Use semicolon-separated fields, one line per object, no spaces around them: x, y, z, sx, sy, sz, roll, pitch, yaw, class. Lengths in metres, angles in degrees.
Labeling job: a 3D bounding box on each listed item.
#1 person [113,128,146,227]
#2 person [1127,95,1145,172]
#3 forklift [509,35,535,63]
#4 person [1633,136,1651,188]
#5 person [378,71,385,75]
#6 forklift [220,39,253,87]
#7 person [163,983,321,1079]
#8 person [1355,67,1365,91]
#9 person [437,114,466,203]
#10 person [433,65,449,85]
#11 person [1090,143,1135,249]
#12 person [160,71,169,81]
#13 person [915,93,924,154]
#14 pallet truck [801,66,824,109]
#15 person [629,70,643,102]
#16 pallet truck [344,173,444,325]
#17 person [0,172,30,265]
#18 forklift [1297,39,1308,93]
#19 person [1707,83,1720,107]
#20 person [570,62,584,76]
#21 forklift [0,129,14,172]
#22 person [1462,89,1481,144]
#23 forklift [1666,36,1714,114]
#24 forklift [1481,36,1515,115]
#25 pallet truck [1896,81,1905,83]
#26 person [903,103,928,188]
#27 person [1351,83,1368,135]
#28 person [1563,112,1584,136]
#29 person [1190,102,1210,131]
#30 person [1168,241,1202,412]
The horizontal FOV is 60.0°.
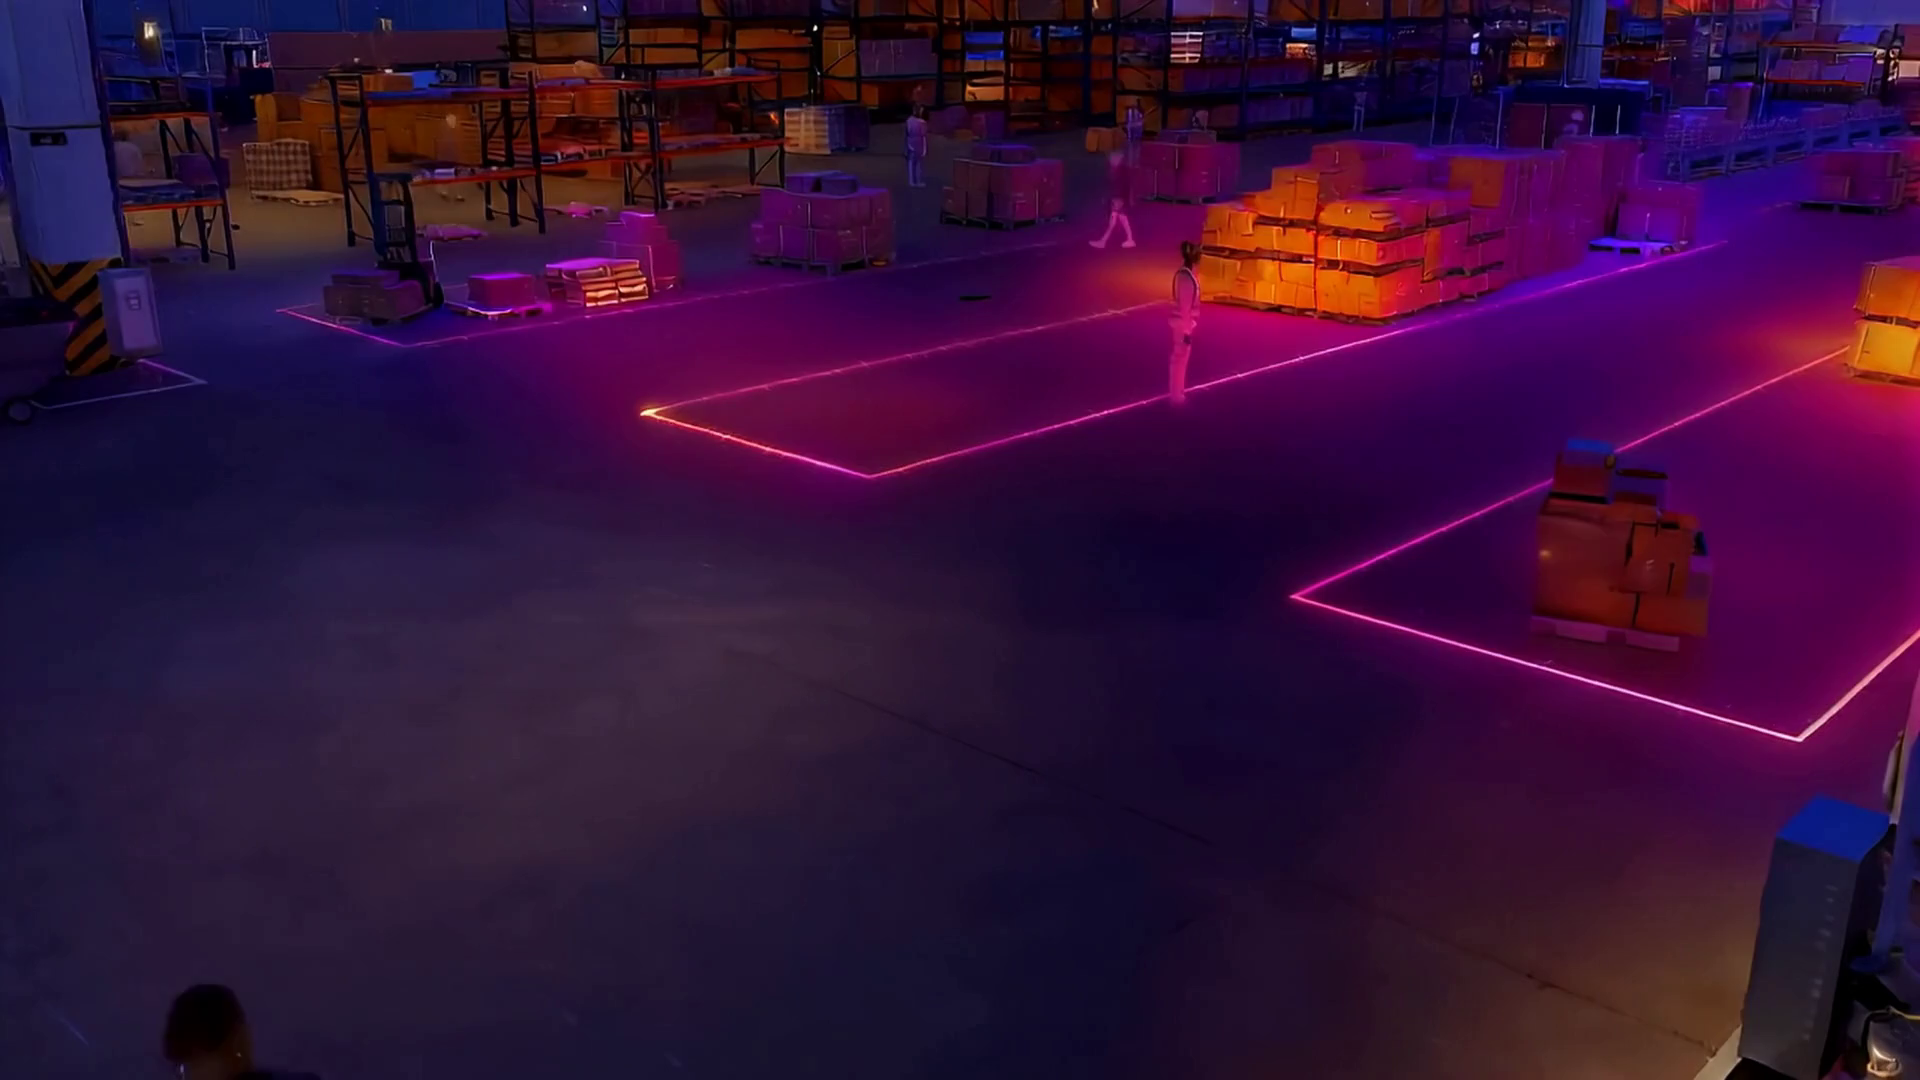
-16.372;-7.160;32.846;0.664;1.923;0.485;2;18;6;person
4.528;-10.421;42.664;0.548;1.929;0.391;-11;21;-30;person
-16.798;-18.035;64.120;1.873;2.768;1.129;17;25;41;forklift
12.883;-6.757;31.752;0.550;1.847;0.653;-16;24;-40;person
-19.637;-15.034;56.702;0.429;1.842;0.630;7;20;21;person
-25.485;-16.302;58.898;1.873;2.768;1.129;17;25;41;forklift
-2.115;2.154;4.941;0.644;1.822;0.493;-4;19;-13;person
15.379;-17.368;64.083;0.505;1.621;0.375;-14;23;-37;person
-11.143;-8.324;36.355;0.632;1.926;0.517;16;24;40;person
-18.689;-16.129;59.921;0.575;1.883;0.985;-4;19;-11;person
2.802;-6.215;30.071;1.005;1.877;0.567;-8;20;-24;person
-25.996;-14.372;54.563;0.627;1.934;0.371;-2;18;-6;person
-1.190;-11.845;47.331;0.322;1.689;0.530;7;20;19;person
-4.812;-15.182;56.903;0.823;1.965;1.885;-9;21;-26;pallet truck
-10.945;-14.856;56.059;0.593;1.911;0.383;-15;23;-38;person
-8.209;-4.181;23.757;0.823;1.965;1.885;3;19;9;pallet truck
-13.974;-4.458;24.526;0.849;2.000;0.534;8;20;22;person
11.794;-16.396;59.181;1.129;2.768;1.873;17;25;41;forklift
24.136;-13.811;53.357;0.281;1.624;0.493;-4;19;-12;person
-14.158;-16.564;61.136;0.992;1.943;0.635;12;22;33;person
-24.027;-10.894;42.604;1.129;2.768;1.873;17;25;41;forklift
14.975;-12.328;48.743;0.526;1.721;0.844;16;24;40;person
27.341;-17.291;61.877;1.129;2.768;1.873;17;25;41;forklift
19.973;-17.201;61.605;1.873;2.768;1.129;16;24;40;forklift
34.802;-16.331;61.455;0.653;1.274;1.630;17;25;41;pallet truck
-1.050;-9.347;39.395;0.605;1.958;0.387;8;20;23;person
12.867;-13.895;53.586;0.511;1.639;0.308;3;19;10;person
13.830;-8.772;37.803;1.031;1.865;0.620;16;24;39;person
6.477;-10.969;44.821;0.524;1.606;0.829;-1;18;-3;person
2.500;-2.374;18.493;0.359;1.883;0.573;1;18;3;person
